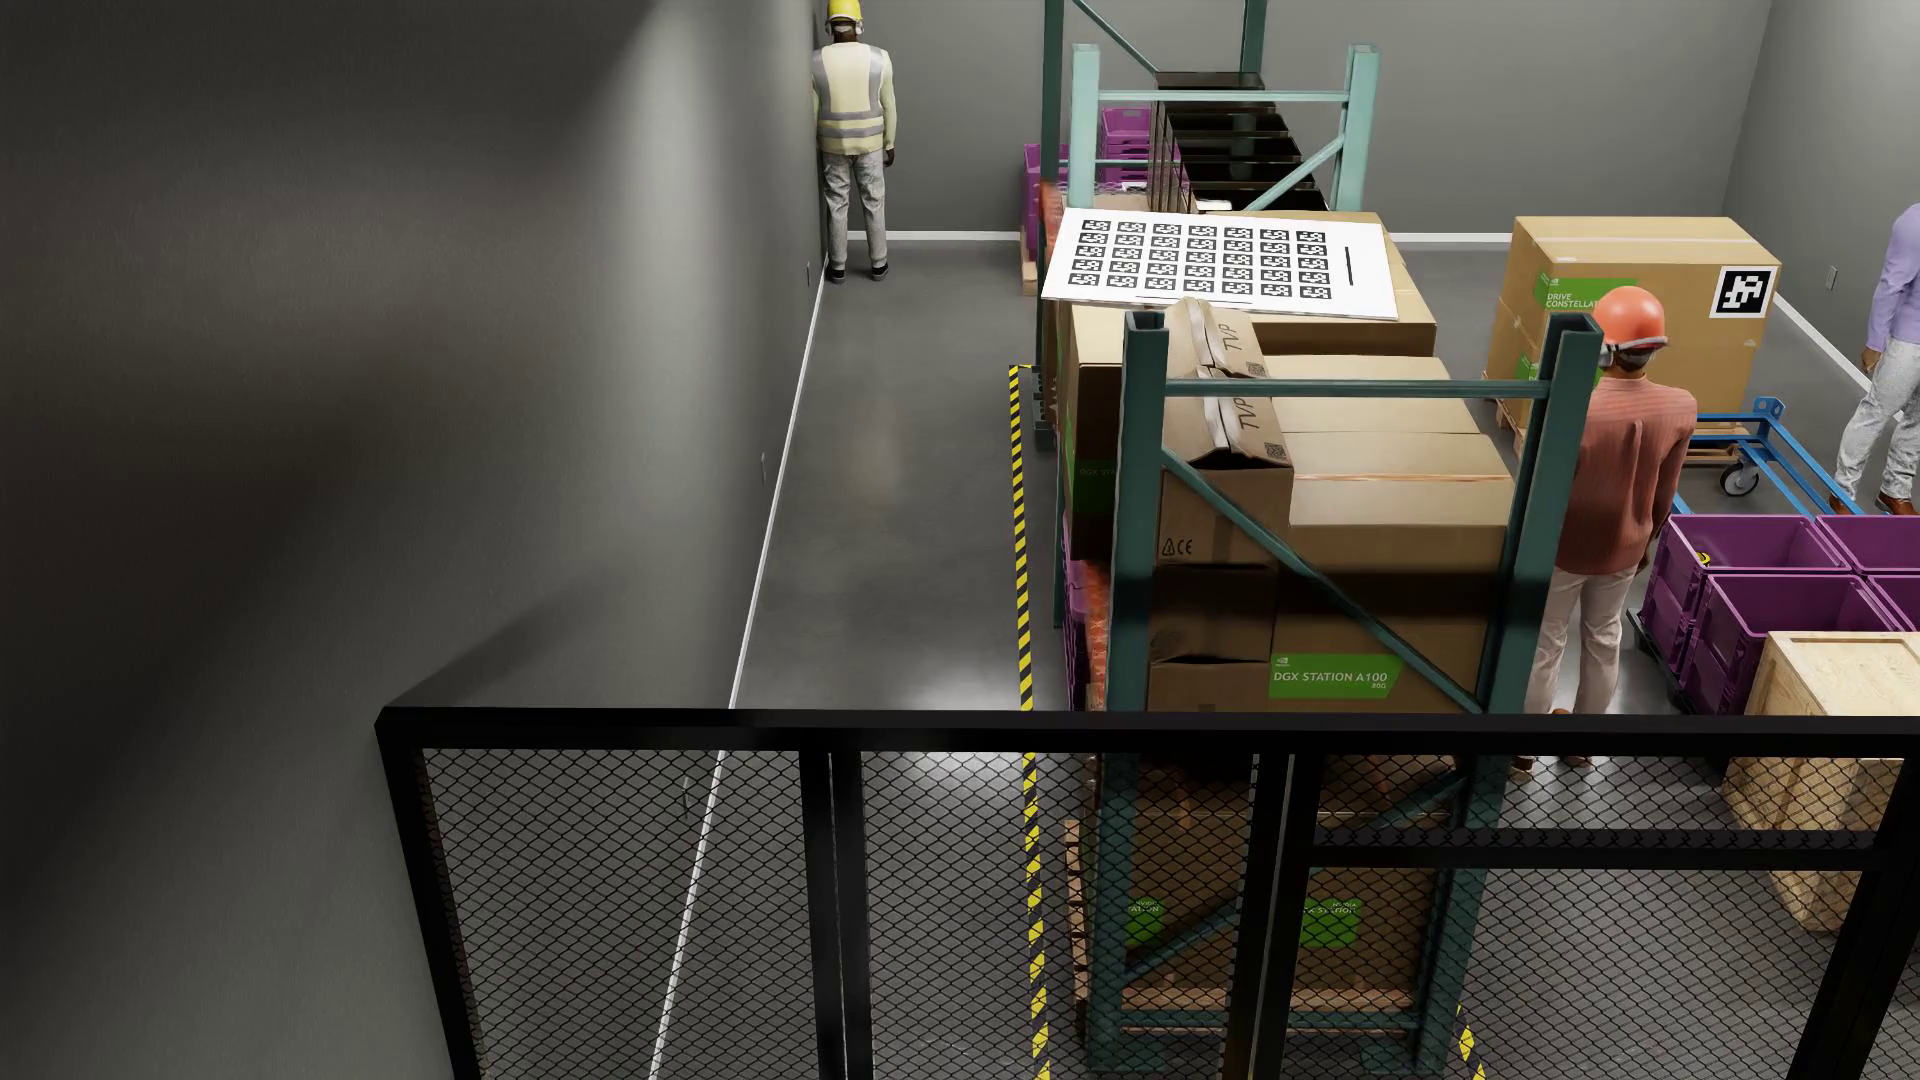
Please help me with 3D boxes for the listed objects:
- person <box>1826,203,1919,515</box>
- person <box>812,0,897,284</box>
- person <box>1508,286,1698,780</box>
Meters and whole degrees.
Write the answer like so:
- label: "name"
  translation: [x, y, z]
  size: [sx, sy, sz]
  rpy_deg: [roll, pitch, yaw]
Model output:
- label: "person"
  translation: [4.536, -0.937, 7.771]
  size: [0.635, 1.937, 0.354]
  rpy_deg: [-1, 31, -2]
- label: "person"
  translation: [-0.694, -2.518, 10.509]
  size: [0.588, 1.822, 0.403]
  rpy_deg: [-4, 31, -6]
- label: "person"
  translation: [2.309, 0.009, 6.147]
  size: [0.612, 1.994, 0.381]
  rpy_deg: [-7, 32, -12]
